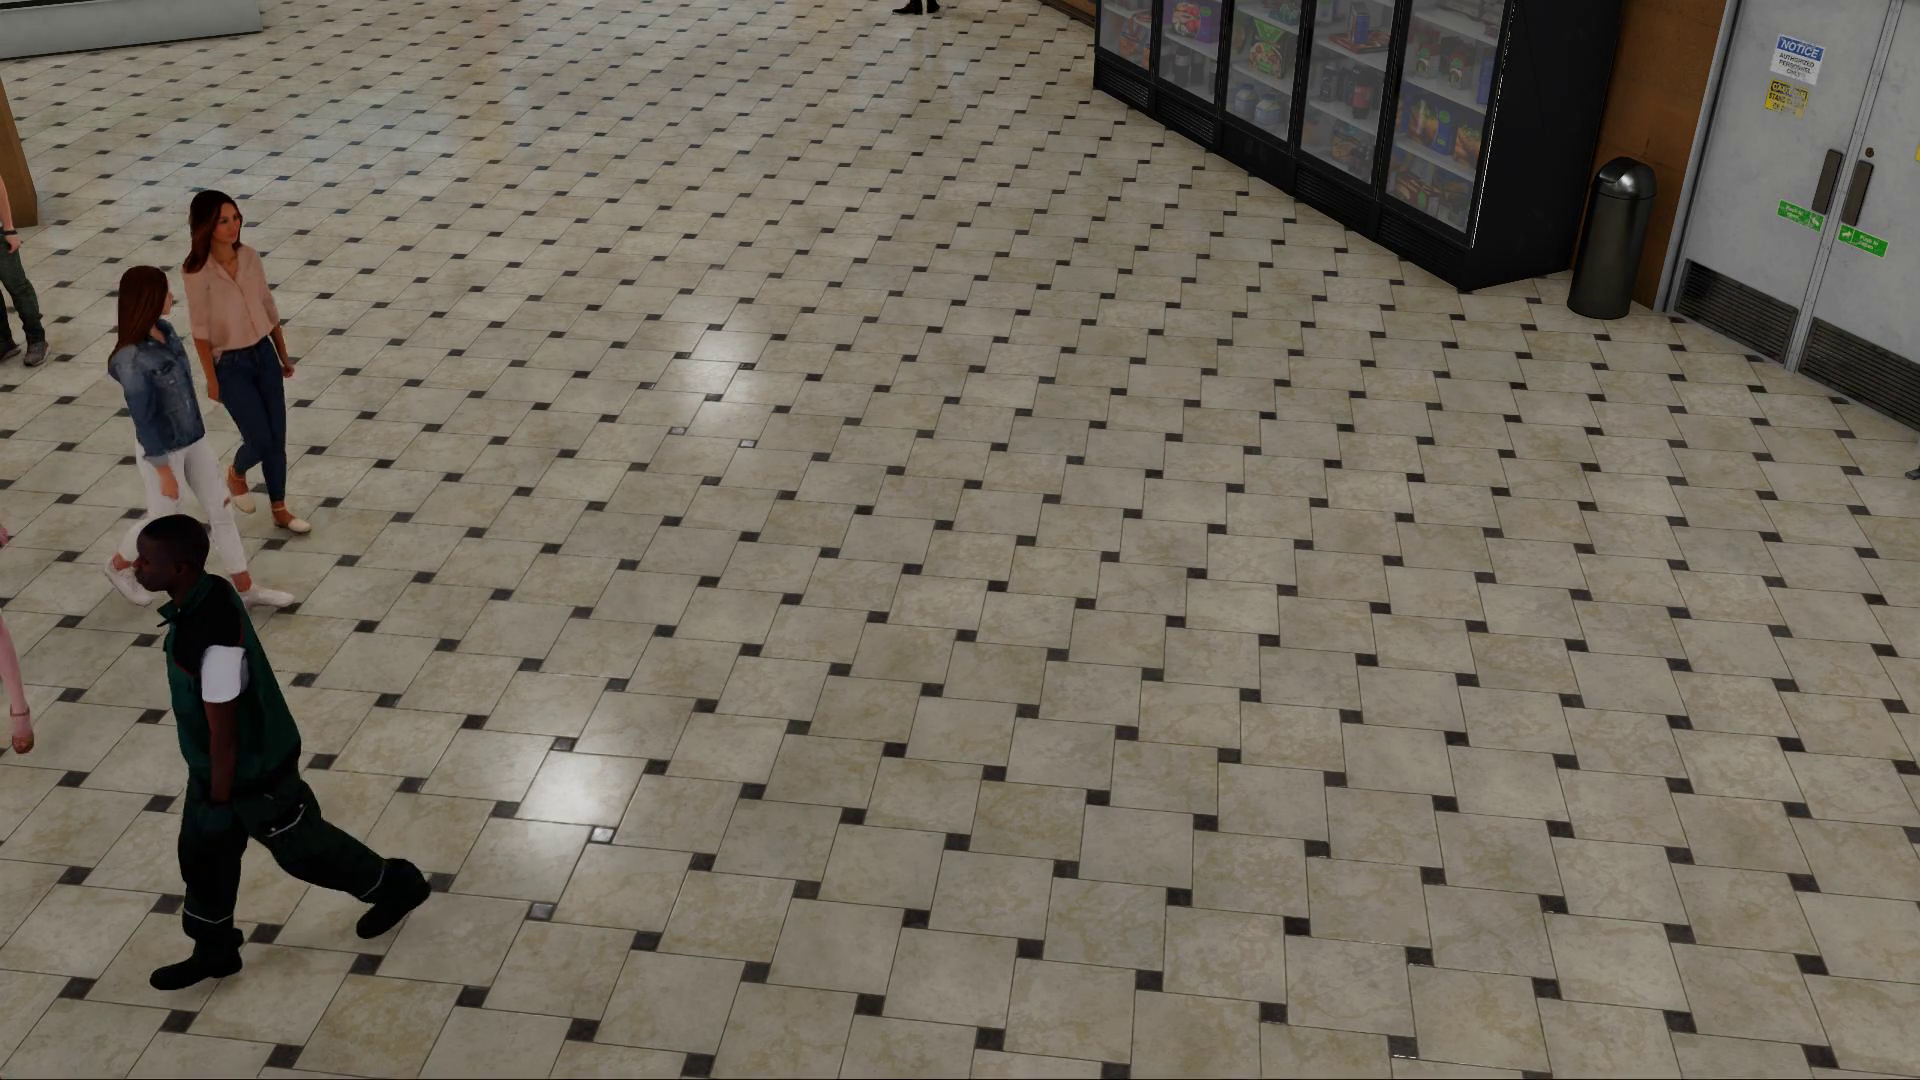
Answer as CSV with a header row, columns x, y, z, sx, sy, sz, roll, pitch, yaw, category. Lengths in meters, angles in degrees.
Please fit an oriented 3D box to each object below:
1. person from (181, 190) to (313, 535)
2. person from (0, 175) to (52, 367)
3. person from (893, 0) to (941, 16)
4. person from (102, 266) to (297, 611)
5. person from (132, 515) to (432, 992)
x,y,z,sx,sy,sz,roll,pitch,yaw,category
-3.526,-0.847,8.071,0.842,1.779,0.794,18,36,26,person
-5.736,-1.819,9.753,0.592,1.653,0.715,-1,32,-1,person
-0.342,-6.221,16.652,0.542,1.838,0.853,-7,33,-12,person
-3.623,-0.386,7.449,1.232,1.653,1.024,4,32,7,person
-2.290,0.722,5.528,1.219,1.802,0.795,-19,37,-28,person
